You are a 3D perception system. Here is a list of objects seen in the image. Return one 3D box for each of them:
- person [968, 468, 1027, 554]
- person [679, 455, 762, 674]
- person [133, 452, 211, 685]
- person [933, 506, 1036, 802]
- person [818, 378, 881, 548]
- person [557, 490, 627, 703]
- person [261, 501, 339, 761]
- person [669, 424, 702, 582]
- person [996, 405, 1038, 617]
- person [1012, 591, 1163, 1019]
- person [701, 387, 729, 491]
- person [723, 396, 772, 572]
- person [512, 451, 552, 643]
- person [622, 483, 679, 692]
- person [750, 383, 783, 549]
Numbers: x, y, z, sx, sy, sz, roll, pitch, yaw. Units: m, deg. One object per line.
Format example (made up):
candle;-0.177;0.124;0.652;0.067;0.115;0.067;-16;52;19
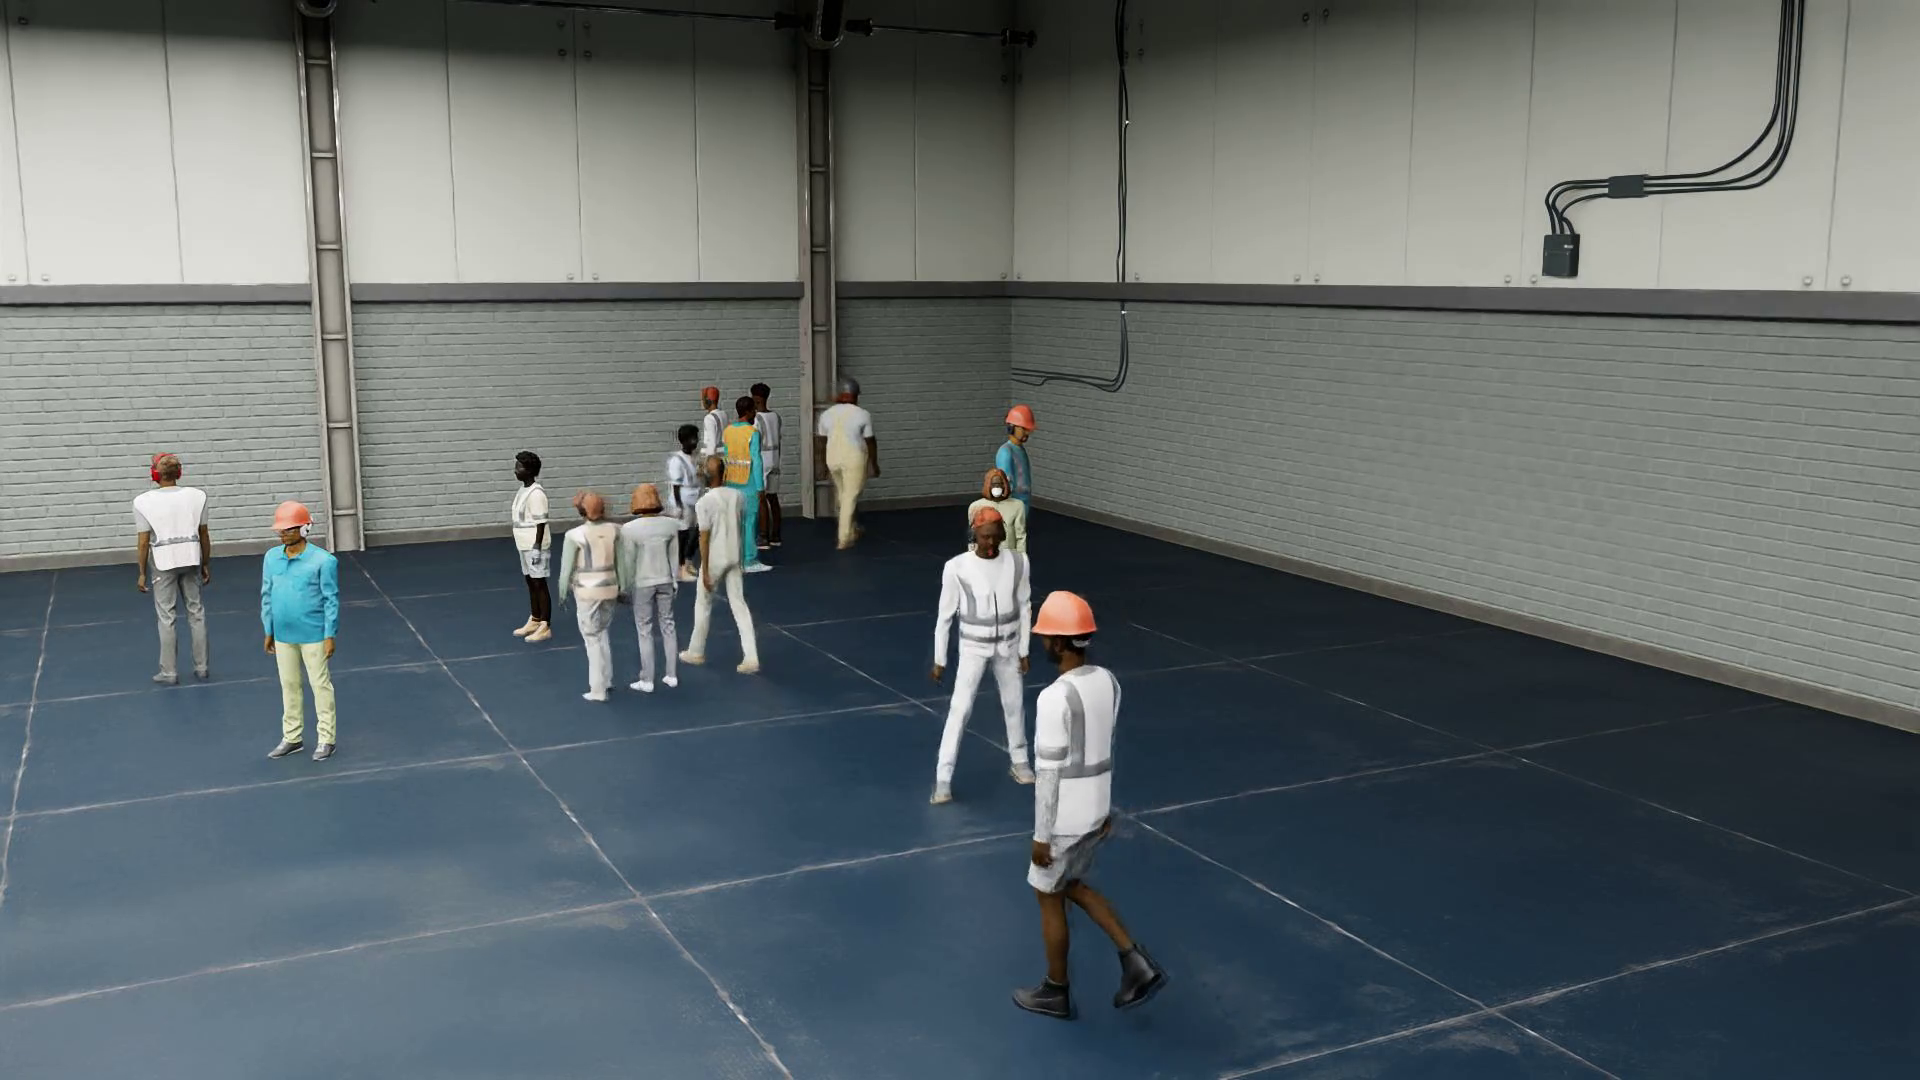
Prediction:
person;0.316;0.194;14.119;0.499;1.627;0.279;-1;9;-6
person;-1.966;0.195;13.604;0.512;1.800;0.938;-8;12;-42
person;-6.237;0.226;13.220;0.386;1.849;0.568;8;13;42
person;0.130;0.692;10.430;0.766;1.843;0.551;-3;10;-18
person;-1.262;-0.955;19.913;0.689;2.000;0.972;5;11;29
person;-2.834;0.423;12.681;0.479;1.623;0.530;8;12;41
person;-4.439;0.607;11.171;0.562;1.752;0.324;2;9;12
person;-2.852;-0.387;17.500;0.375;1.679;0.558;3;10;20
person;0.537;-0.241;15.532;0.397;2.034;0.613;2;10;15
person;0.524;1.174;7.186;0.584;1.920;0.544;6;11;34
person;-2.969;-0.922;20.194;0.342;1.881;0.579;2;9;11
person;-2.350;-0.608;18.145;0.588;1.920;0.390;9;13;43
person;-3.799;0.055;14.749;0.319;1.696;0.532;-5;11;-30
person;-2.422;0.368;13.015;0.504;1.631;0.279;-8;12;-40
person;-2.324;-0.875;19.648;0.361;1.963;0.613;5;10;26
